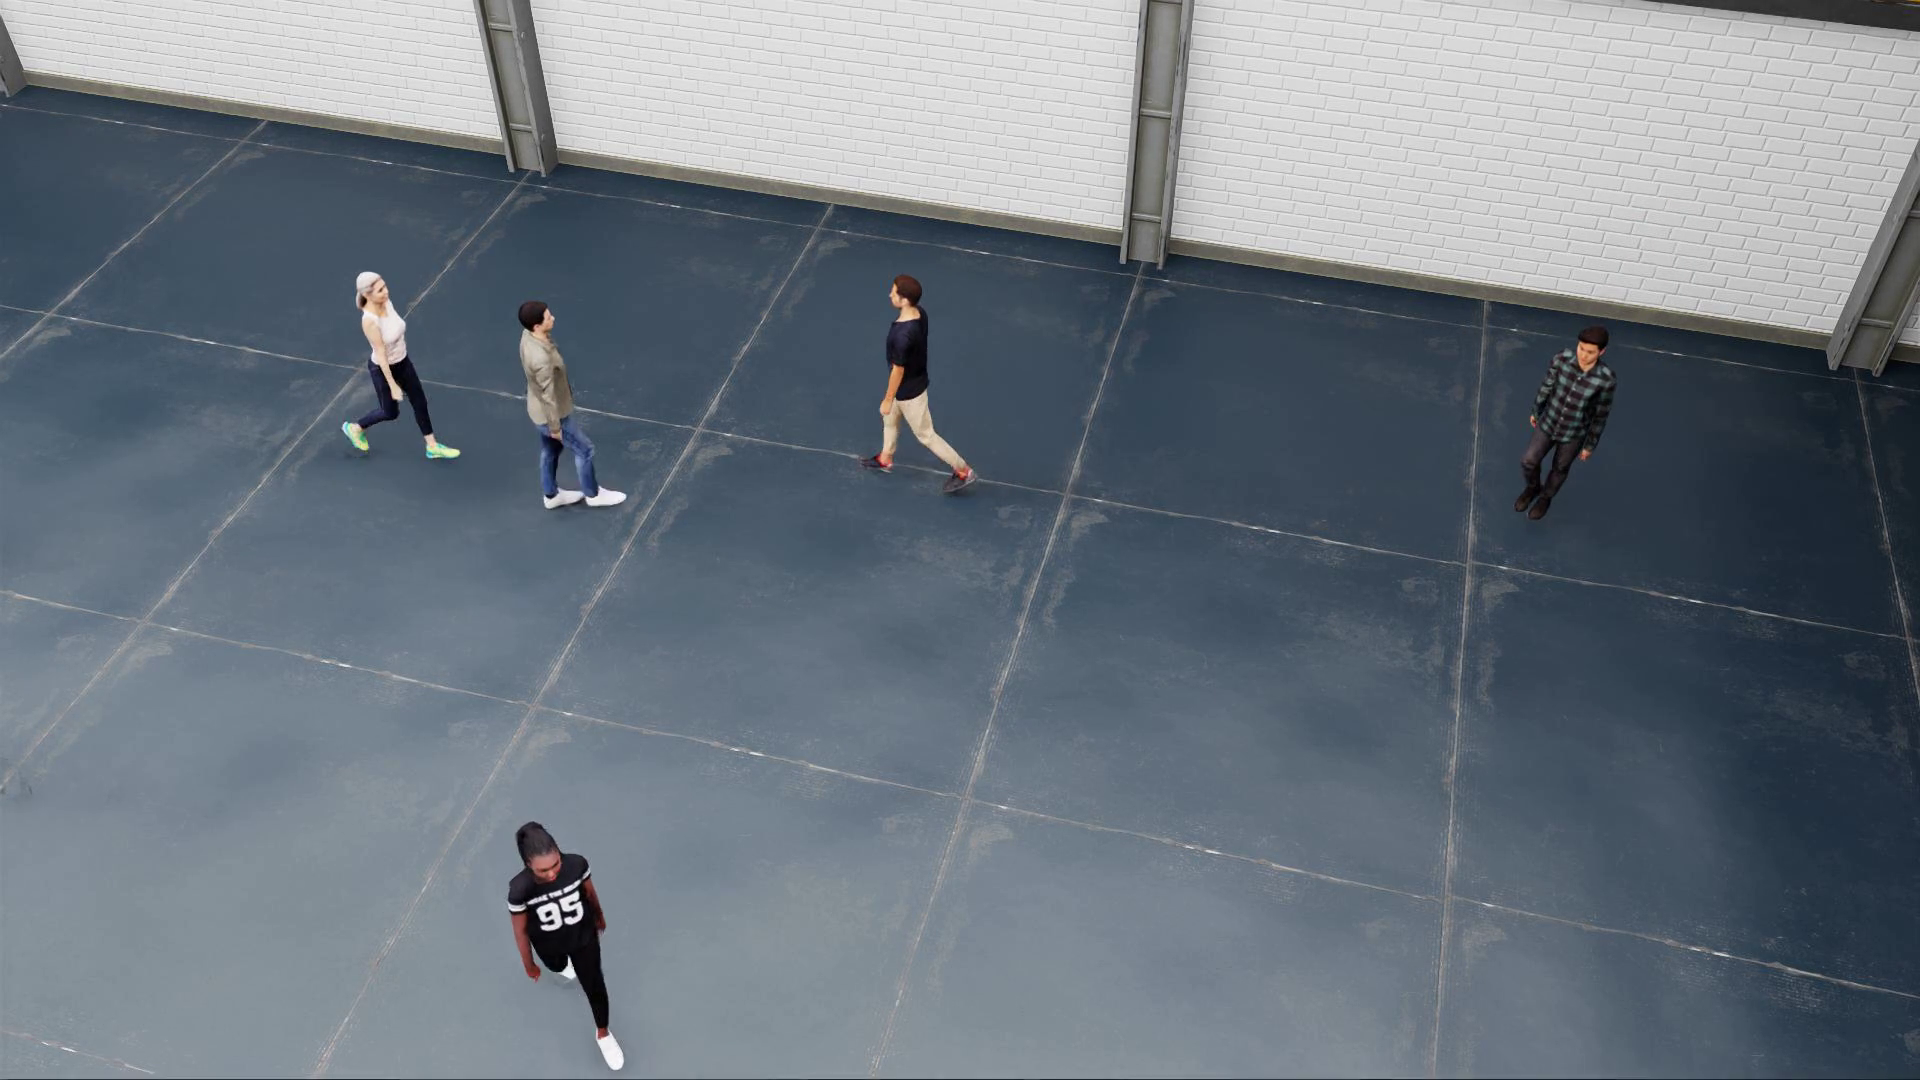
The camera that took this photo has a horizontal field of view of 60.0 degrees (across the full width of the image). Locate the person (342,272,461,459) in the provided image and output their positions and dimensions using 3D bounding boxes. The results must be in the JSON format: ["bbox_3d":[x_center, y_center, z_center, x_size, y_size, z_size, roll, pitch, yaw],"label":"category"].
[{"bbox_3d":[-4.332,-1.259,12.427,1.108,1.682,0.687,5,44,5],"label":"person"}]

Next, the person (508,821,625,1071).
[{"bbox_3d":[-2.165,2.066,8.925,1.119,1.699,1.174,-23,48,-22],"label":"person"}]

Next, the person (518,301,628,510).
[{"bbox_3d":[-3.022,-0.920,11.951,1.004,1.848,0.939,-18,47,-18],"label":"person"}]

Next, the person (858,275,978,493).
[{"bbox_3d":[-0.273,-1.086,12.148,1.205,1.817,0.762,4,44,5],"label":"person"}]

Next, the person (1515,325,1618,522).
[{"bbox_3d":[4.314,-0.872,11.773,0.682,1.706,0.817,28,50,27],"label":"person"}]
